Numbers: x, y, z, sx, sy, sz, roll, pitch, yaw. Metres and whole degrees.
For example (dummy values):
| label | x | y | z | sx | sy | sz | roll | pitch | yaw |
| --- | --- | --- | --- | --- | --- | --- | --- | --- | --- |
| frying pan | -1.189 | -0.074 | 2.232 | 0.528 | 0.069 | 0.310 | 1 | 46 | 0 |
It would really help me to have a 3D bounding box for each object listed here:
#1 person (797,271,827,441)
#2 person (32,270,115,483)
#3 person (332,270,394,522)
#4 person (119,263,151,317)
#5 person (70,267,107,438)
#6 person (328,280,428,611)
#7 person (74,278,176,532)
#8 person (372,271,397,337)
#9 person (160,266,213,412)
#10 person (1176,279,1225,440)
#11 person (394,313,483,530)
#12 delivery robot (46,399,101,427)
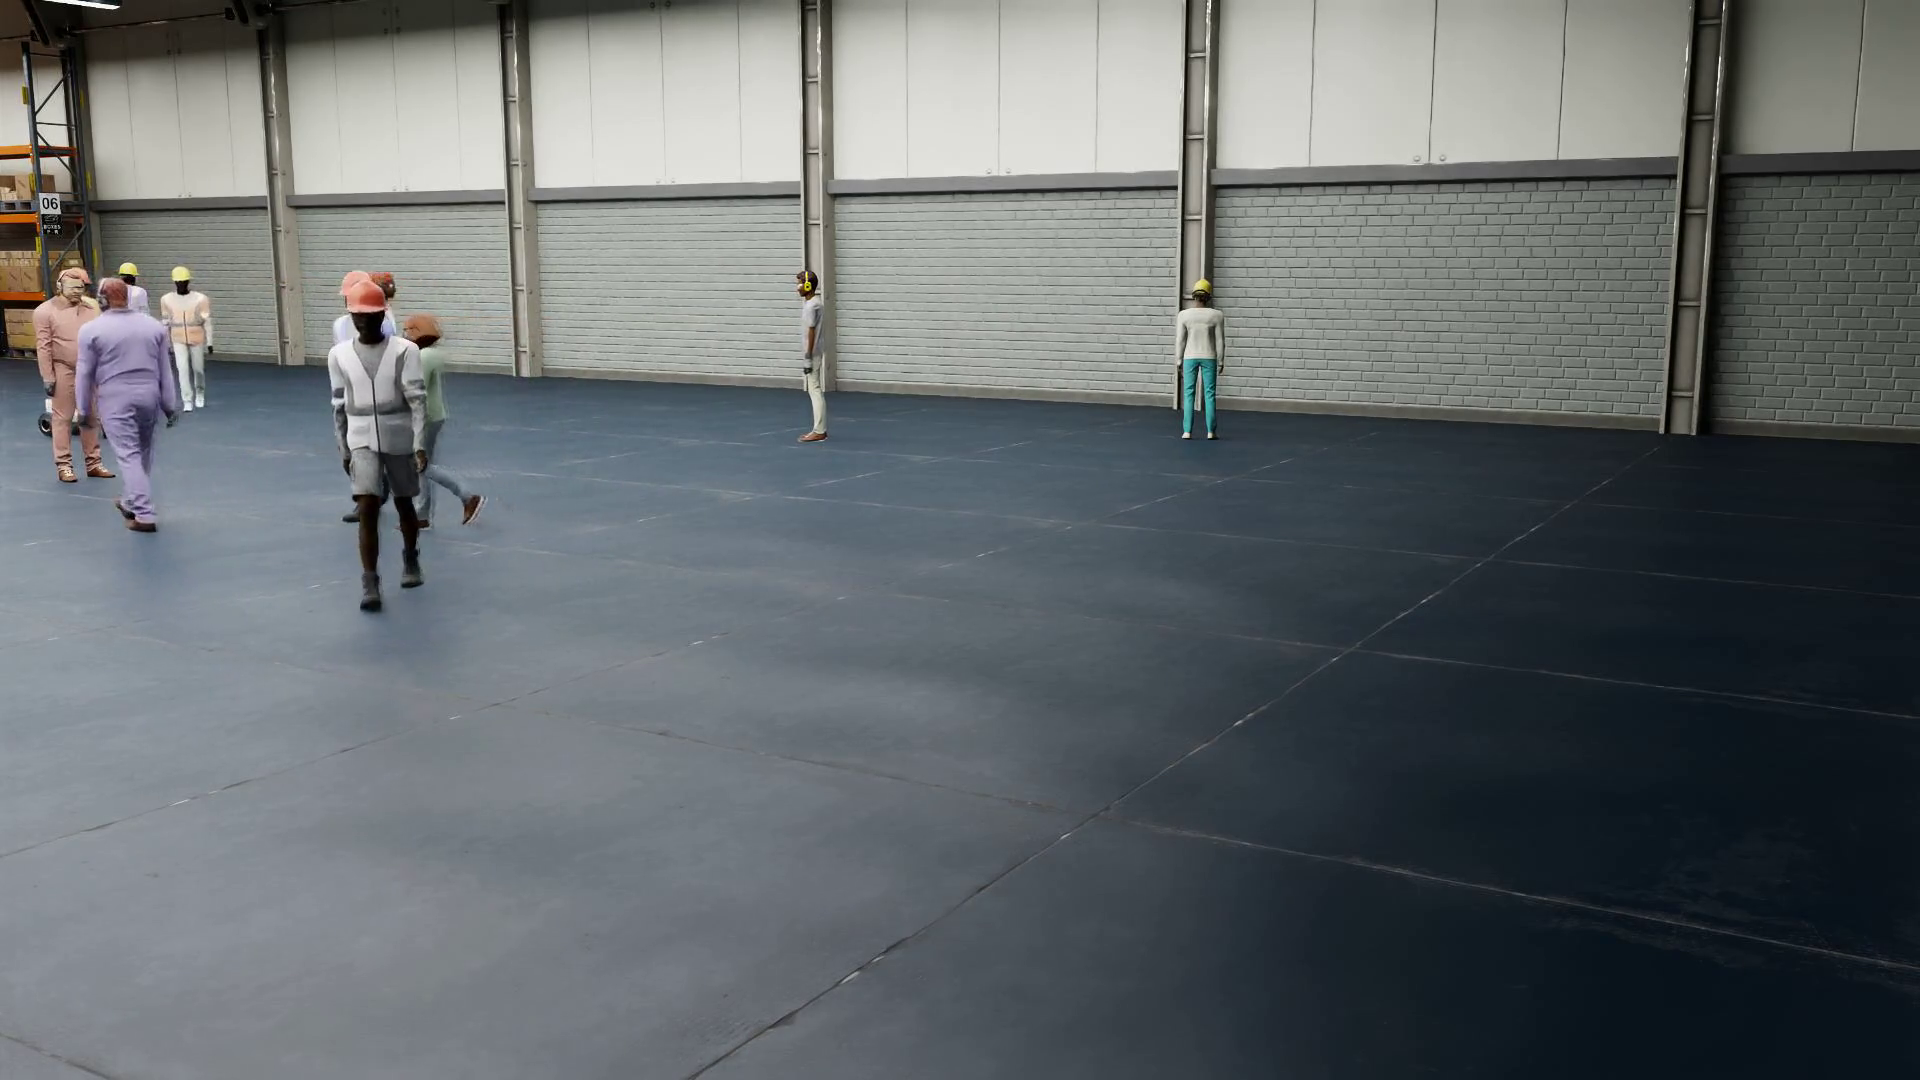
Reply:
| label | x | y | z | sx | sy | sz | roll | pitch | yaw |
| --- | --- | --- | --- | --- | --- | --- | --- | --- | --- |
| person | -1.624 | -2.006 | 18.222 | 0.312 | 1.860 | 0.505 | 0 | 10 | 0 |
| person | -7.968 | -1.480 | 15.016 | 0.407 | 1.902 | 0.639 | 6 | 11 | 30 |
| person | -4.578 | -1.110 | 12.801 | 0.568 | 1.912 | 0.601 | 4 | 11 | 23 |
| person | -11.857 | -2.995 | 23.805 | 0.593 | 1.925 | 0.384 | 0 | 10 | 3 |
| person | -9.706 | -2.077 | 18.526 | 0.913 | 1.907 | 0.550 | 5 | 11 | 28 |
| person | -3.408 | -0.580 | 9.815 | 0.563 | 1.894 | 1.013 | -2 | 10 | -10 |
| person | -6.255 | -1.008 | 12.386 | 0.998 | 1.853 | 0.659 | 7 | 12 | 37 |
| person | -5.911 | -1.826 | 17.144 | 0.418 | 1.869 | 0.587 | -2 | 10 | -11 |
| person | -10.175 | -2.656 | 21.923 | 0.594 | 1.896 | 0.876 | -4 | 10 | -20 |
| person | 2.648 | -1.980 | 18.338 | 0.533 | 1.767 | 0.326 | 2 | 10 | 10 |
| person | -3.885 | -0.869 | 12.290 | 0.570 | 1.608 | 0.519 | -2 | 10 | -10 |
| delivery robot | -9.899 | -1.480 | 18.672 | 0.707 | 0.478 | 0.477 | 4 | 11 | 23 |
